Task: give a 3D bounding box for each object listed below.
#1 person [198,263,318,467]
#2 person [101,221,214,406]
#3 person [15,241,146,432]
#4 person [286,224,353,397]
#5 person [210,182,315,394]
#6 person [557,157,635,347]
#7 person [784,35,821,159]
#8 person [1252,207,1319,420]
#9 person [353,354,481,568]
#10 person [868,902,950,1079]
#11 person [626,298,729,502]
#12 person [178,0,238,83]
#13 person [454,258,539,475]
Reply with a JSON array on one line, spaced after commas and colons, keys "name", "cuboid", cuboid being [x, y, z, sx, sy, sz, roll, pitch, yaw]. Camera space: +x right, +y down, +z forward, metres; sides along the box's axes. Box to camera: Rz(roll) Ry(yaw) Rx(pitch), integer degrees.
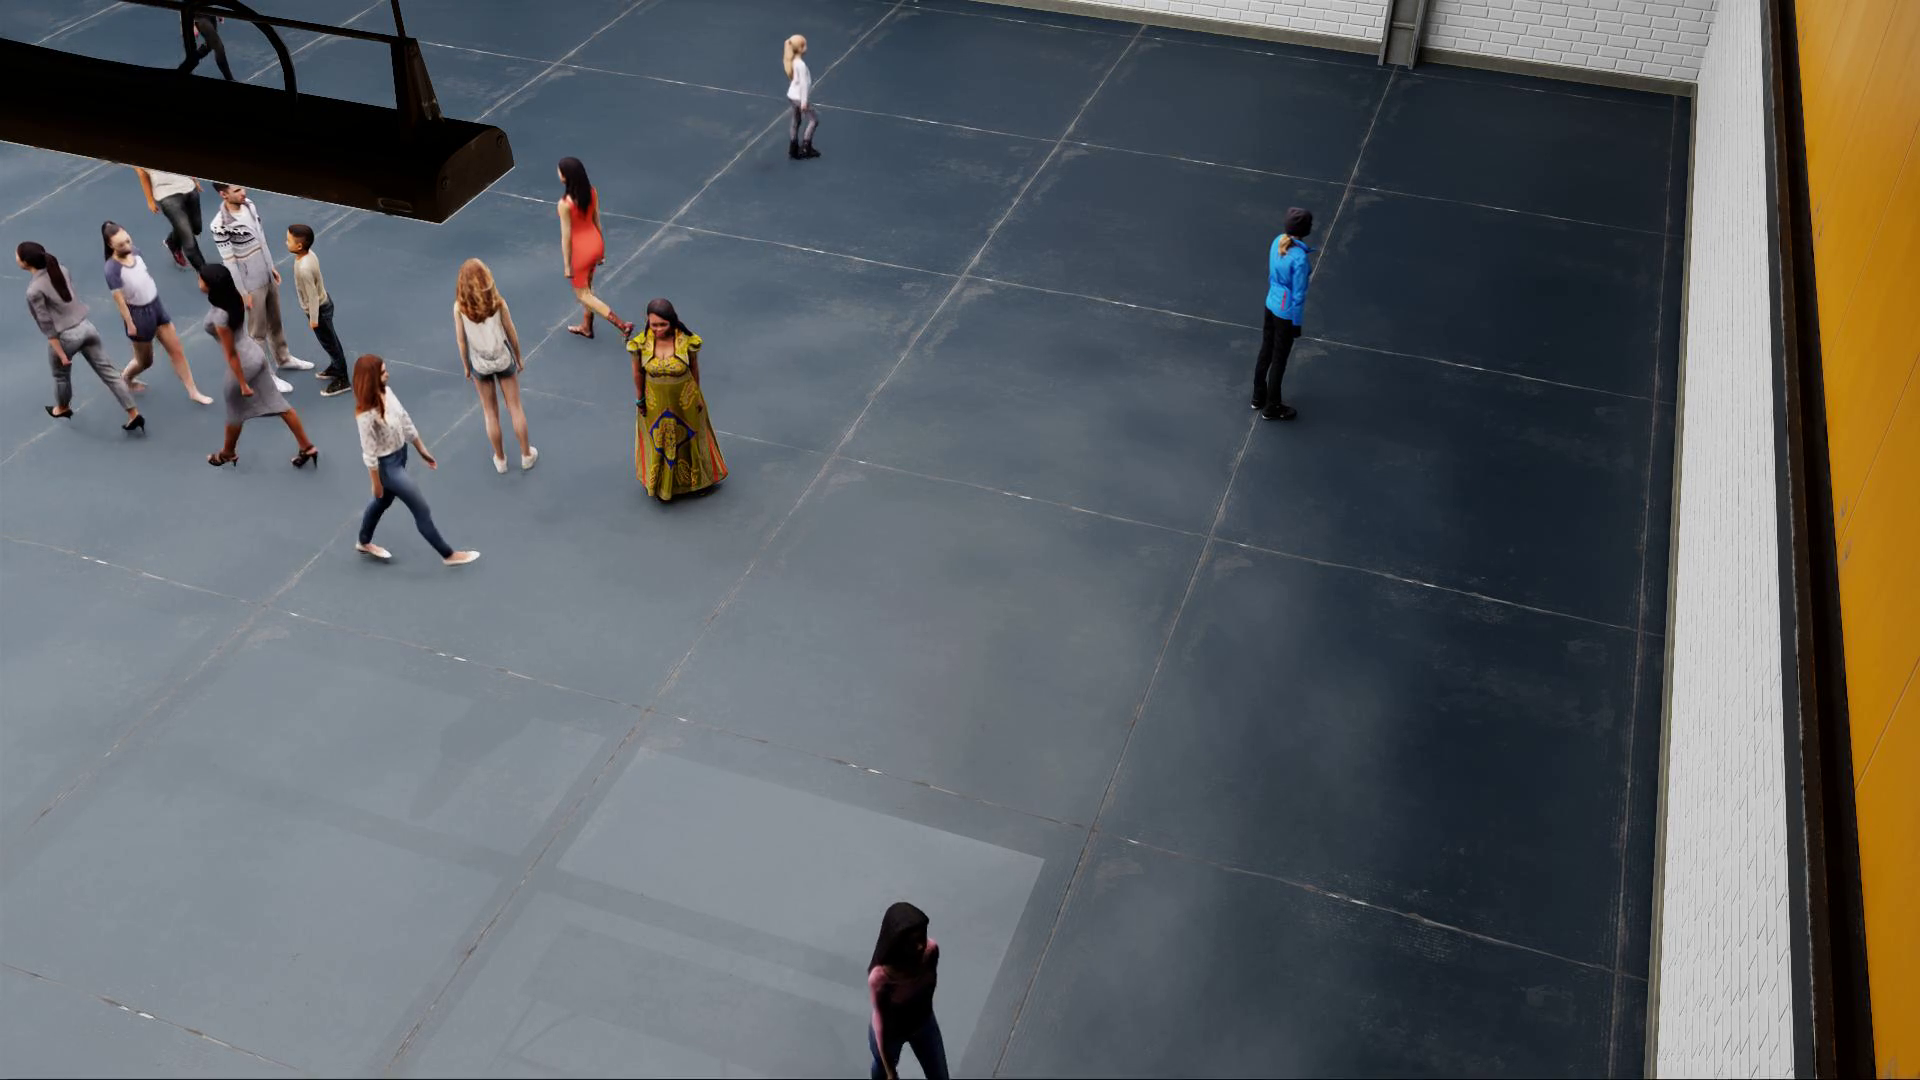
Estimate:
[{"name": "person", "cuboid": [-5.165, -1.236, 12.285, 1.108, 1.744, 0.765, 4, 39, 5]}, {"name": "person", "cuboid": [-6.463, -1.740, 13.016, 1.033, 1.618, 0.690, 7, 39, 8]}, {"name": "person", "cuboid": [-6.698, -1.487, 12.707, 1.115, 1.609, 0.628, 10, 40, 13]}, {"name": "person", "cuboid": [-5.130, -1.862, 13.292, 0.682, 1.465, 0.633, -13, 40, -16]}, {"name": "person", "cuboid": [-5.638, -2.092, 13.262, 0.635, 1.861, 0.722, 6, 39, 7]}, {"name": "person", "cuboid": [-3.026, -2.331, 13.693, 1.022, 1.697, 0.680, 20, 43, 23]}, {"name": "person", "cuboid": [-1.663, -4.412, 16.644, 0.669, 1.267, 0.607, -18, 42, -21]}, {"name": "person", "cuboid": [2.504, -1.760, 12.899, 0.721, 1.795, 0.690, -11, 40, -14]}, {"name": "person", "cuboid": [-3.999, -0.514, 11.431, 1.208, 1.680, 0.832, 3, 39, 4]}, {"name": "person", "cuboid": [-0.323, 2.282, 7.907, 0.958, 1.709, 1.127, -24, 44, -27]}, {"name": "person", "cuboid": [-2.102, -1.031, 12.095, 0.948, 1.660, 1.056, -8, 39, -10]}, {"name": "person", "cuboid": [-8.195, -5.599, 17.847, 1.073, 1.620, 0.758, 3, 39, 3]}, {"name": "person", "cuboid": [-3.458, -1.275, 12.322, 0.613, 1.757, 0.715, -8, 39, -10]}]
